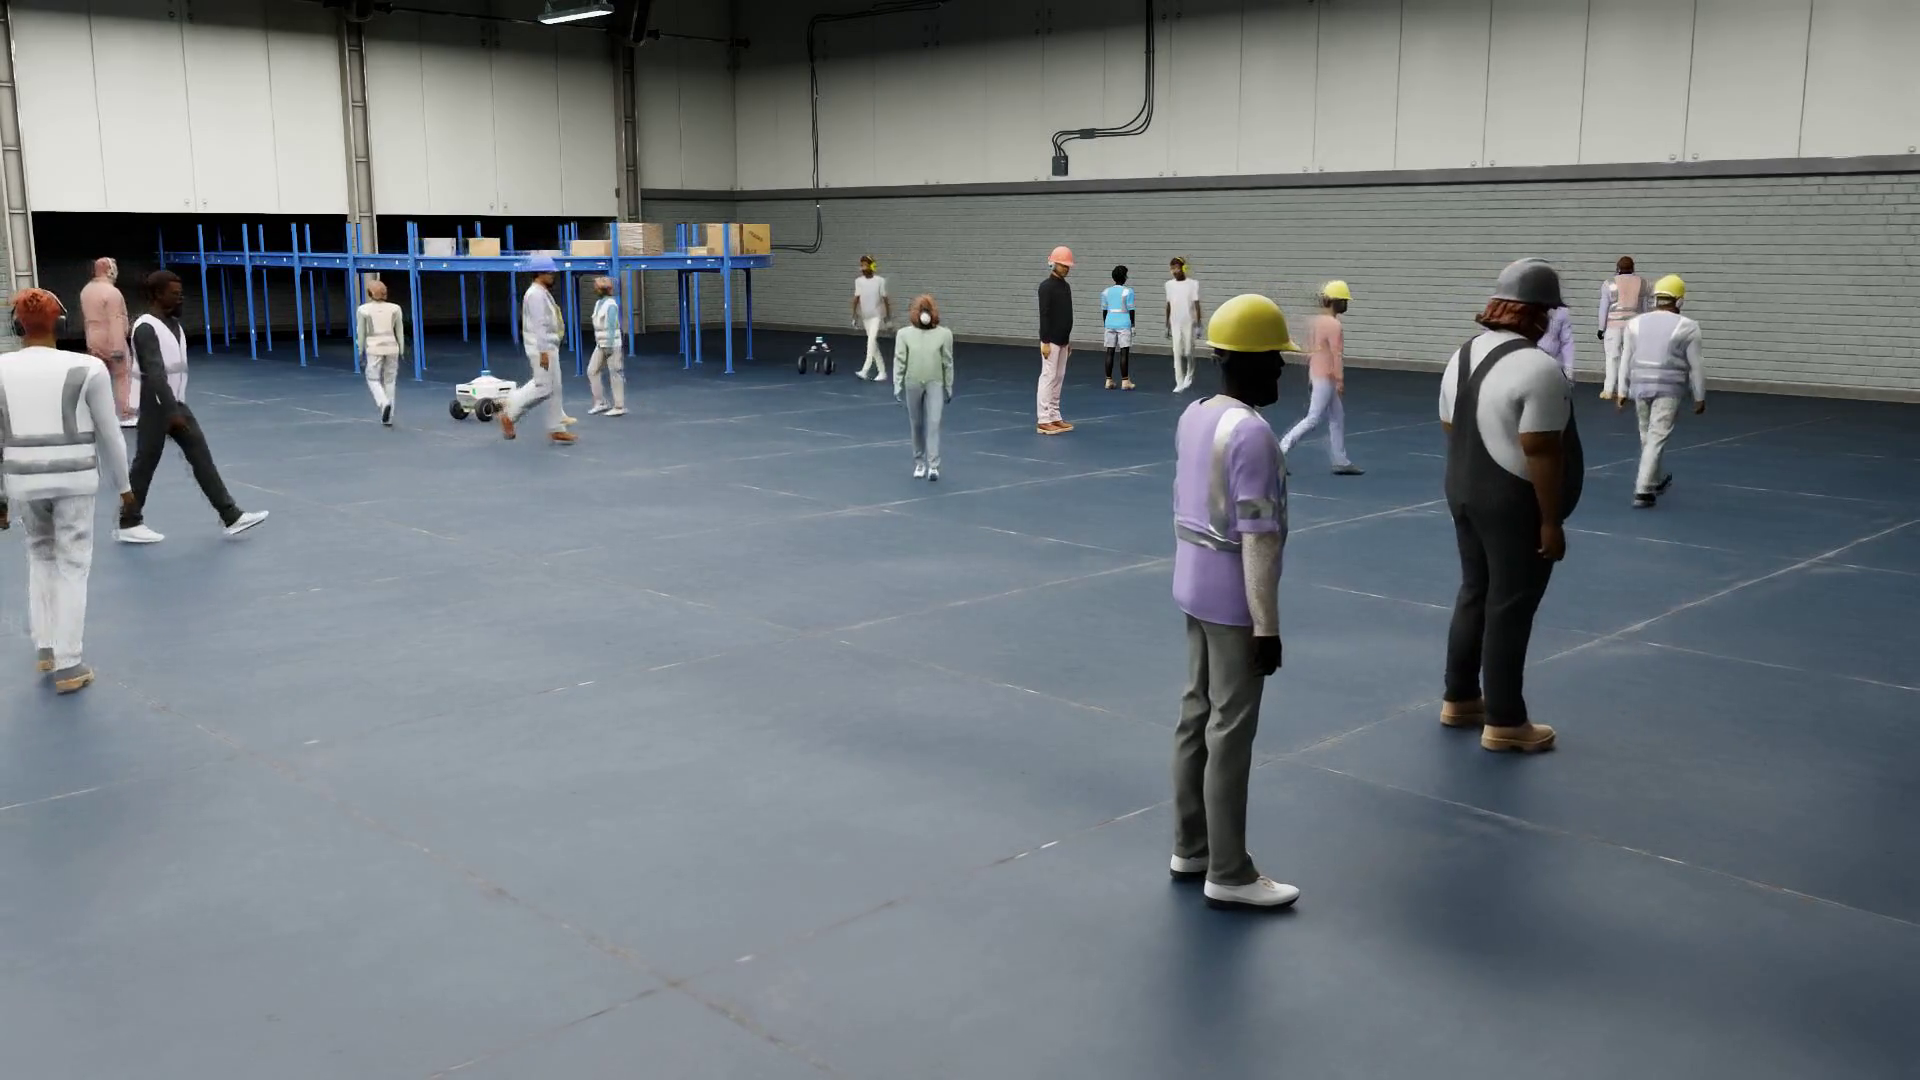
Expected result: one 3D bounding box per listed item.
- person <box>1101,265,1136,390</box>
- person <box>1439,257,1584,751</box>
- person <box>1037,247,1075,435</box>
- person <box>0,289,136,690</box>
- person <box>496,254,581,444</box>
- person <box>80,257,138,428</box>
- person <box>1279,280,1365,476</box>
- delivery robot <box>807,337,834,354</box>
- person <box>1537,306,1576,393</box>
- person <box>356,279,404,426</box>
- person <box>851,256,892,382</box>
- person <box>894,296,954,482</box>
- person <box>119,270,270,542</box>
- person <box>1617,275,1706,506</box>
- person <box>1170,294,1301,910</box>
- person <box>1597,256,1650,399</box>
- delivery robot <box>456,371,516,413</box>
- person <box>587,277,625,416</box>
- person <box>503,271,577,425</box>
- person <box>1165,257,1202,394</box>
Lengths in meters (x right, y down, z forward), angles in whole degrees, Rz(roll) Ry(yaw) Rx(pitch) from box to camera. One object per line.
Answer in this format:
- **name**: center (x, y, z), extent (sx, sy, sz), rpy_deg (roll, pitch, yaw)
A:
- **person**: center (2.195, -2.930, 22.945), extent (0.533, 1.697, 0.319), rpy_deg (8, 13, 37)
- **person**: center (2.308, -0.142, 6.919), extent (0.536, 2.000, 0.693), rpy_deg (-3, 11, -14)
- **person**: center (1.050, -2.143, 17.861), extent (0.401, 1.984, 0.619), rpy_deg (5, 12, 27)
- **person**: center (-4.257, -0.249, 7.890), extent (0.586, 1.862, 0.636), rpy_deg (-1, 10, -8)
- **person**: center (-4.274, -1.918, 16.792), extent (0.729, 1.931, 0.617), rpy_deg (-1, 10, -3)
- **person**: center (-9.396, -2.149, 18.203), extent (0.650, 1.881, 0.764), rpy_deg (7, 12, 33)
- **person**: center (3.161, -1.423, 14.666), extent (0.856, 1.731, 0.540), rpy_deg (0, 10, -2)
- **delivery robot**: center (-2.176, -3.021, 25.692), extent (0.335, 0.223, 0.698), rpy_deg (3, 10, 13)
- **person**: center (4.951, -1.428, 14.374), extent (0.635, 1.843, 1.047), rpy_deg (-1, 10, -7)
- **person**: center (-6.374, -2.058, 18.376), extent (0.514, 1.626, 0.542), rpy_deg (-7, 12, -33)
- **person**: center (-1.305, -3.171, 23.958), extent (0.510, 1.806, 1.015), rpy_deg (6, 12, 29)
- **person**: center (-0.312, -1.300, 14.359), extent (0.507, 1.588, 0.865), rpy_deg (1, 10, 3)
- **person**: center (-5.404, -0.914, 11.487), extent (1.005, 1.867, 0.598), rpy_deg (0, 10, -1)
- **person**: center (5.602, -1.186, 13.170), extent (0.898, 1.786, 0.625), rpy_deg (-9, 14, -41)
- **person**: center (0.872, 0.190, 5.299), extent (0.374, 1.928, 0.584), rpy_deg (-3, 11, -14)
- **person**: center (8.602, -2.758, 21.619), extent (0.633, 1.839, 0.429), rpy_deg (1, 10, 3)
- **delivery robot**: center (-5.506, -1.725, 19.347), extent (0.477, 0.478, 0.707), rpy_deg (6, 12, 30)
- **person**: center (-4.187, -2.251, 19.432), extent (0.552, 1.615, 0.540), rpy_deg (-7, 13, -34)
- **person**: center (-4.686, -2.168, 18.470), extent (0.721, 1.824, 0.632), rpy_deg (-3, 11, -15)
- **person**: center (3.066, -2.939, 22.661), extent (0.531, 1.831, 0.784), rpy_deg (5, 11, 24)
